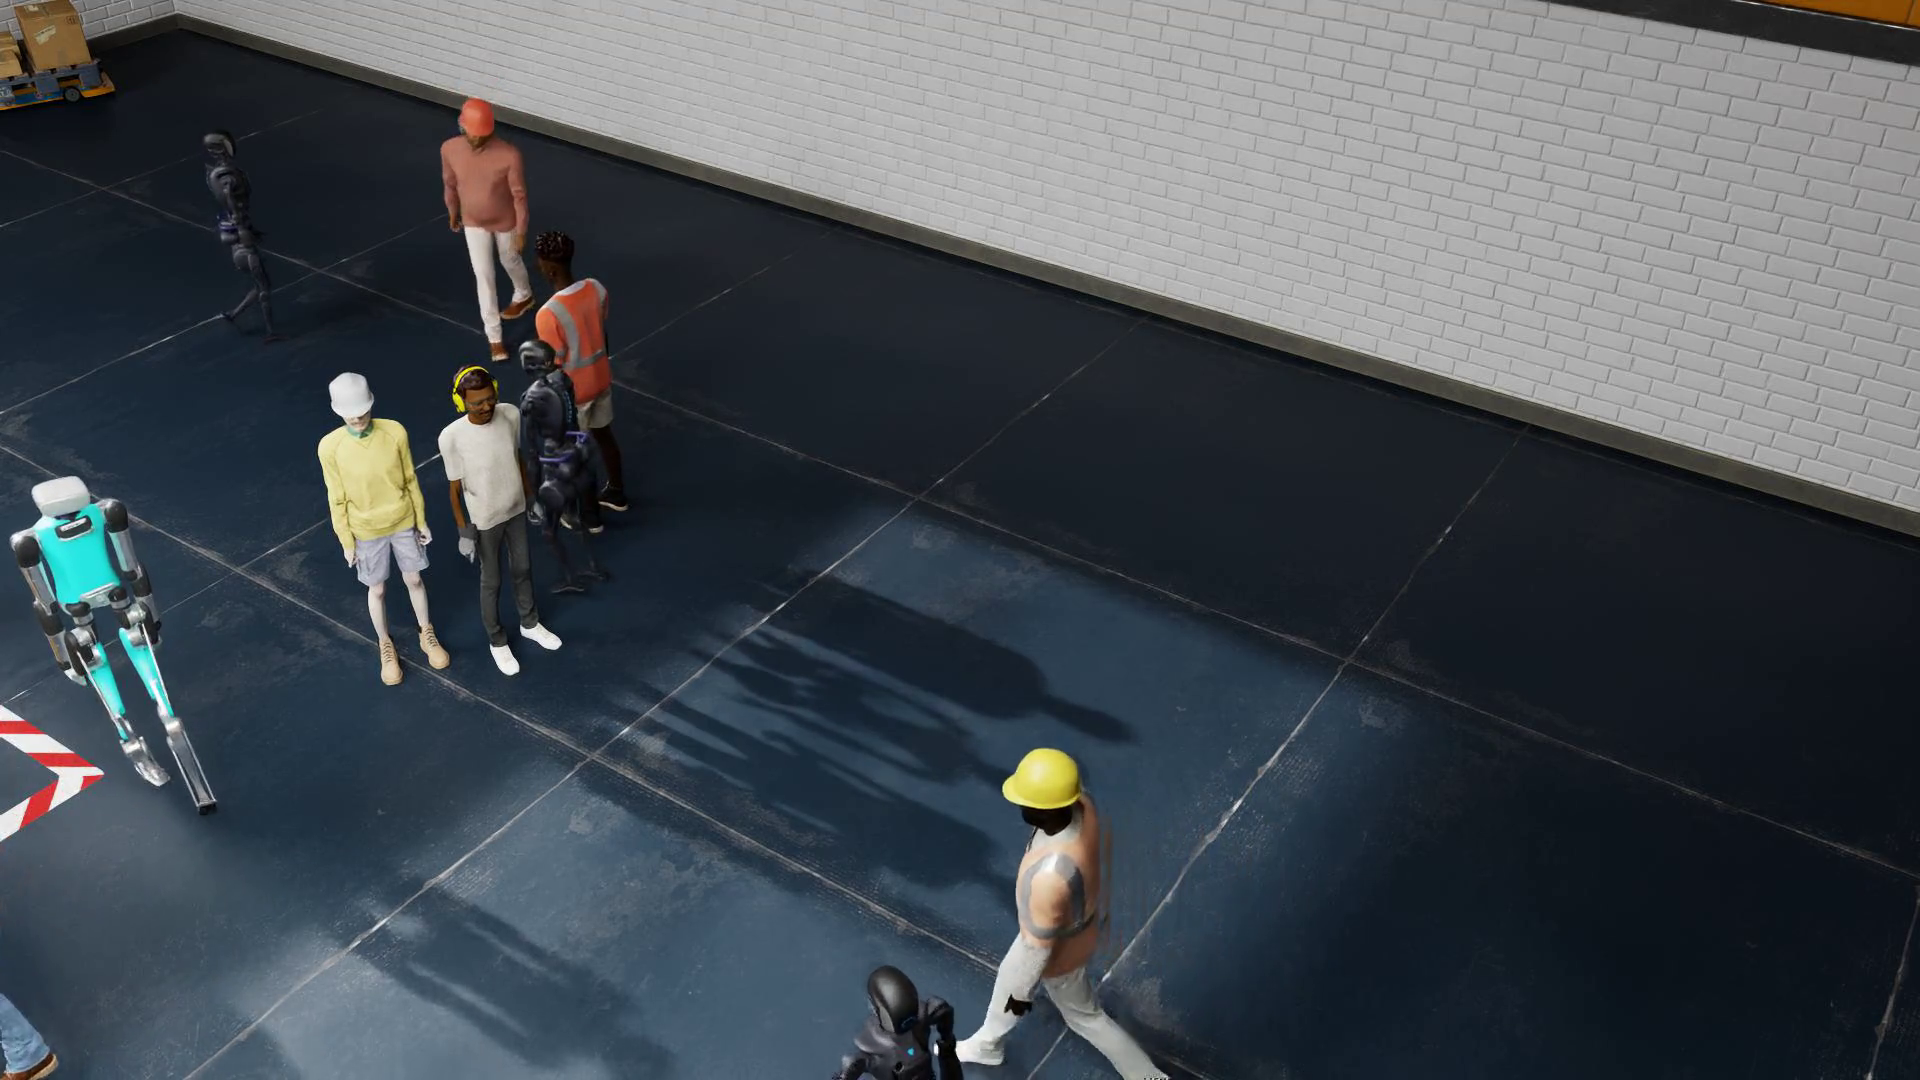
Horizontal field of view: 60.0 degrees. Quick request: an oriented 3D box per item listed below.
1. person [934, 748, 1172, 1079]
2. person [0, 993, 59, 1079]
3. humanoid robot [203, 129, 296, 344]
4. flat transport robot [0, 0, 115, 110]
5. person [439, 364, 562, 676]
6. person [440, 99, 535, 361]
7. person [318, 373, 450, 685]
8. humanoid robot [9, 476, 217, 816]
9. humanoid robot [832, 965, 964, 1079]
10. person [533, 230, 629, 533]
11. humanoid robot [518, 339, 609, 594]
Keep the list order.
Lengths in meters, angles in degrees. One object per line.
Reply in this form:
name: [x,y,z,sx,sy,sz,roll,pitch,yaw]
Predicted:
person: [0.416,1.570,6.620,1.006,1.876,0.596,7,36,9]
person: [-4.148,1.665,6.400,0.640,1.961,0.872,25,42,31]
humanoid robot: [-5.295,-2.202,12.181,0.445,1.643,0.593,-14,37,-19]
flat transport robot: [-9.363,-4.556,16.774,1.431,0.231,0.659,-21,40,-27]
person: [-2.498,-0.124,9.046,0.314,1.869,0.534,26,43,32]
person: [-3.455,-2.354,12.196,0.653,1.920,1.000,0,35,0]
person: [-3.110,-0.076,8.960,0.490,1.889,0.385,-19,39,-25]
humanoid robot: [-4.031,0.617,8.152,0.879,1.828,0.550,27,43,33]
humanoid robot: [-0.270,2.075,6.082,0.598,1.643,0.507,-26,42,-32]
person: [-2.333,-0.964,10.177,0.389,1.954,0.607,14,37,19]
humanoid robot: [-2.324,-0.399,9.602,0.330,1.646,0.600,9,36,12]
